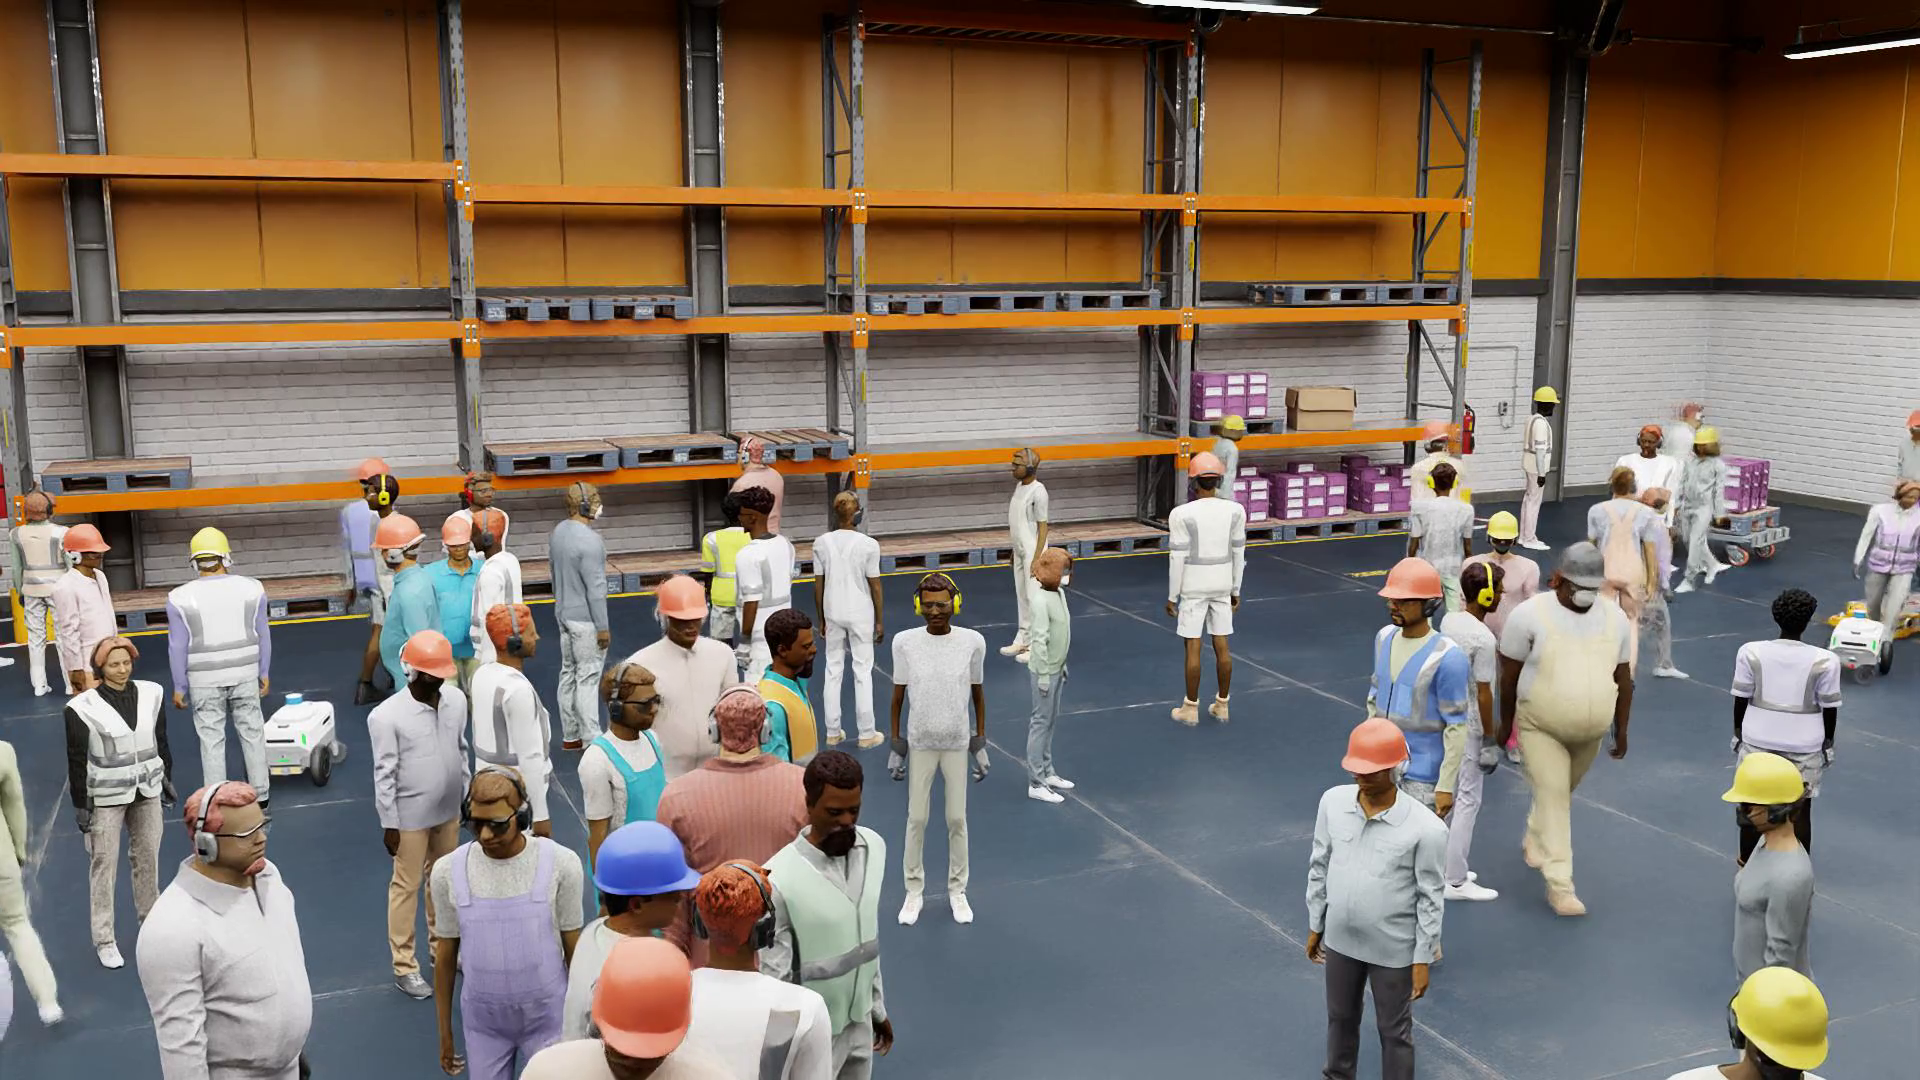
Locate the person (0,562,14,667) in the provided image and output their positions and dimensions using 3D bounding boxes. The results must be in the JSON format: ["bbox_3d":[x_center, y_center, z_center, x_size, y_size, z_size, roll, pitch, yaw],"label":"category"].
[{"bbox_3d":[-8.321,0.150,13.902,0.593,1.920,0.391,1,10,4],"label":"person"}]

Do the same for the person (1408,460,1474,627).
[{"bbox_3d":[3.809,0.299,13.223,0.517,1.860,0.317,2,10,9],"label":"person"}]

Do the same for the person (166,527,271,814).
[{"bbox_3d":[-4.547,0.832,10.239,0.590,1.827,0.404,-7,12,-36],"label":"person"}]

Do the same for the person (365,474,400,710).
[{"bbox_3d":[-4.250,0.432,12.415,0.331,1.874,0.519,-4,11,-22],"label":"person"}]

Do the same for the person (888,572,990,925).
[{"bbox_3d":[-0.109,1.083,8.670,0.536,1.869,0.314,0,10,-2],"label":"person"}]

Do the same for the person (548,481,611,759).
[{"bbox_3d":[-2.607,0.556,11.503,0.375,1.940,0.627,-8,12,-37],"label":"person"}]

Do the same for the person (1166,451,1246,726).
[{"bbox_3d":[1.804,0.363,12.323,0.607,2.043,0.373,-3,10,-17],"label":"person"}]

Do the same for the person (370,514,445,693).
[{"bbox_3d":[-3.217,0.832,9.762,0.383,1.990,0.609,-3,10,-14],"label":"person"}]

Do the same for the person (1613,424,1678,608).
[{"bbox_3d":[6.512,-0.171,15.852,0.576,1.883,0.352,1,10,5],"label":"person"}]

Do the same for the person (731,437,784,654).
[{"bbox_3d":[-1.796,0.055,14.482,0.402,1.911,0.638,5,11,26],"label":"person"}]

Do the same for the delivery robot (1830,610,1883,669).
[{"bbox_3d":[7.391,0.819,13.701,0.477,0.478,0.707,6,12,32],"label":"delivery robot"}]

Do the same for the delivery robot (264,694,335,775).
[{"bbox_3d":[-4.431,1.269,11.097,0.477,0.478,0.707,-1,10,-6],"label":"delivery robot"}]

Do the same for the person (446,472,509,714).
[{"bbox_3d":[-3.653,0.396,12.679,0.390,1.850,0.565,6,11,30],"label":"person"}]

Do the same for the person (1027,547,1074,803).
[{"bbox_3d":[0.587,0.849,10.694,0.280,1.633,0.498,3,10,17],"label":"person"}]

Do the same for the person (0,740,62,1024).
[{"bbox_3d":[-4.362,1.442,7.358,0.468,1.606,0.502,8,13,39],"label":"person"}]

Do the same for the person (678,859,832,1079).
[{"bbox_3d":[-0.608,1.790,4.552,0.585,1.882,0.337,2,10,10],"label":"person"}]

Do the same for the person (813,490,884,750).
[{"bbox_3d":[-0.778,0.566,11.715,0.507,1.846,0.345,3,10,16],"label":"person"}]

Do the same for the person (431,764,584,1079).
[{"bbox_3d":[-1.505,1.632,5.609,0.519,1.836,0.348,-1,10,-4],"label":"person"}]

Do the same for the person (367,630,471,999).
[{"bbox_3d":[-2.518,1.276,7.916,0.350,1.742,0.564,6,11,29],"label":"person"}]

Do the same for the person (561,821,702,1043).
[{"bbox_3d":[-0.922,1.733,4.730,0.415,1.940,0.610,-3,10,-19],"label":"person"}]

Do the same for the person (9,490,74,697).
[{"bbox_3d":[-7.173,0.430,13.087,0.512,1.641,0.309,0,10,-2],"label":"person"}]

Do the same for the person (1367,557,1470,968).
[{"bbox_3d":[2.175,1.091,8.111,0.385,2.045,0.613,-5,11,-25],"label":"person"}]

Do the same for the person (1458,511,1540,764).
[{"bbox_3d":[3.679,0.667,11.396,0.523,1.759,0.351,3,10,16],"label":"person"}]

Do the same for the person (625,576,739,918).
[{"bbox_3d":[-1.346,1.124,8.254,0.625,1.941,1.041,-8,13,-39],"label":"person"}]

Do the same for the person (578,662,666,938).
[{"bbox_3d":[-1.351,1.407,6.870,0.345,1.846,0.507,3,10,16],"label":"person"}]

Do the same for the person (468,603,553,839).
[{"bbox_3d":[-2.088,1.223,7.820,0.354,1.883,0.572,-8,12,-38],"label":"person"}]

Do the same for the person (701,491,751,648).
[{"bbox_3d":[-1.700,0.471,12.689,0.536,1.695,0.322,0,10,0],"label":"person"}]

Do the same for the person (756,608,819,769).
[{"bbox_3d":[-0.800,1.248,7.573,0.381,1.918,0.596,0,10,-2],"label":"person"}]

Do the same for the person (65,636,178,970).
[{"bbox_3d":[-4.136,1.273,8.232,0.308,1.639,0.523,6,12,32],"label":"person"}]

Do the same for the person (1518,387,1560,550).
[{"bbox_3d":[6.841,-0.851,19.643,0.381,1.924,0.594,2,10,9],"label":"person"}]

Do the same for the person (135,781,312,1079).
[{"bbox_3d":[-2.216,1.671,5.172,0.409,1.909,0.640,1,10,4],"label":"person"}]

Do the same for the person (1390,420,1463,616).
[{"bbox_3d":[4.449,-0.139,15.469,0.632,1.959,0.970,-4,11,-24],"label":"person"}]

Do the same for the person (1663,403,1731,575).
[{"bbox_3d":[8.011,-0.553,18.128,0.917,1.854,0.684,4,11,21],"label":"person"}]

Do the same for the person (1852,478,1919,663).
[{"bbox_3d":[8.025,0.230,14.334,0.576,1.598,0.784,5,11,28],"label":"person"}]

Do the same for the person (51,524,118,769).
[{"bbox_3d":[-5.662,0.759,10.867,0.329,1.751,0.570,-1,10,-5],"label":"person"}]

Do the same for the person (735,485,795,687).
[{"bbox_3d":[-1.314,0.610,11.110,0.369,1.965,0.608,4,11,22],"label":"person"}]

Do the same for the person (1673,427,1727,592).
[{"bbox_3d":[7.708,-0.333,17.263,0.758,1.712,0.487,-5,11,-26],"label":"person"}]

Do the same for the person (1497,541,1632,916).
[{"bbox_3d":[3.311,0.922,9.103,0.686,2.000,1.059,-1,10,-5],"label":"person"}]

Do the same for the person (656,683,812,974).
[{"bbox_3d":[-0.809,1.478,6.282,0.643,1.910,0.399,-2,10,-12],"label":"person"}]

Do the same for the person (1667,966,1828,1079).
[{"bbox_3d":[1.998,1.908,4.228,0.525,1.762,0.328,0,10,2],"label":"person"}]

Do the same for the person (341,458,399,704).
[{"bbox_3d":[-4.536,0.305,13.073,0.564,1.901,0.778,6,12,32],"label":"person"}]

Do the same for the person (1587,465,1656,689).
[{"bbox_3d":[5.238,0.312,13.247,0.505,1.826,0.416,3,10,17],"label":"person"}]

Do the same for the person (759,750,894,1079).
[{"bbox_3d":[-0.449,1.612,5.488,0.374,1.914,0.597,6,12,32],"label":"person"}]

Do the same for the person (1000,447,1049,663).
[{"bbox_3d":[0.571,0.125,14.256,0.344,1.847,0.505,-4,11,-23],"label":"person"}]

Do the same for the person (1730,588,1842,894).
[{"bbox_3d":[4.476,1.102,9.053,0.540,1.695,0.317,6,11,31],"label":"person"}]

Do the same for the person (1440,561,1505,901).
[{"bbox_3d":[2.756,1.032,9.013,0.341,1.857,0.521,-2,10,-11],"label":"person"}]

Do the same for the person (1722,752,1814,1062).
[{"bbox_3d":[2.853,1.616,5.934,0.343,1.755,0.531,3,10,19],"label":"person"}]

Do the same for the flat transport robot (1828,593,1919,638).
[{"bbox_3d":[8.873,0.687,15.549,1.431,0.197,0.652,-5,11,-28],"label":"flat transport robot"}]

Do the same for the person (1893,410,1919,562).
[{"bbox_3d":[10.750,-0.598,18.731,0.542,1.731,0.578,-5,11,-25],"label":"person"}]

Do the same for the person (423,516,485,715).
[{"bbox_3d":[-3.342,0.704,11.178,0.563,1.753,0.327,-4,11,-22],"label":"person"}]

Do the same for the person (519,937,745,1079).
[{"bbox_3d":[-0.825,1.848,4.118,0.704,1.927,1.052,3,10,15],"label":"person"}]

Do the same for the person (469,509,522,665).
[{"bbox_3d":[-2.967,0.728,10.708,0.342,1.876,0.576,0,10,-3],"label":"person"}]

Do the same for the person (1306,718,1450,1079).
[{"bbox_3d":[1.577,1.532,6.421,0.563,1.749,0.333,9,13,42],"label":"person"}]
